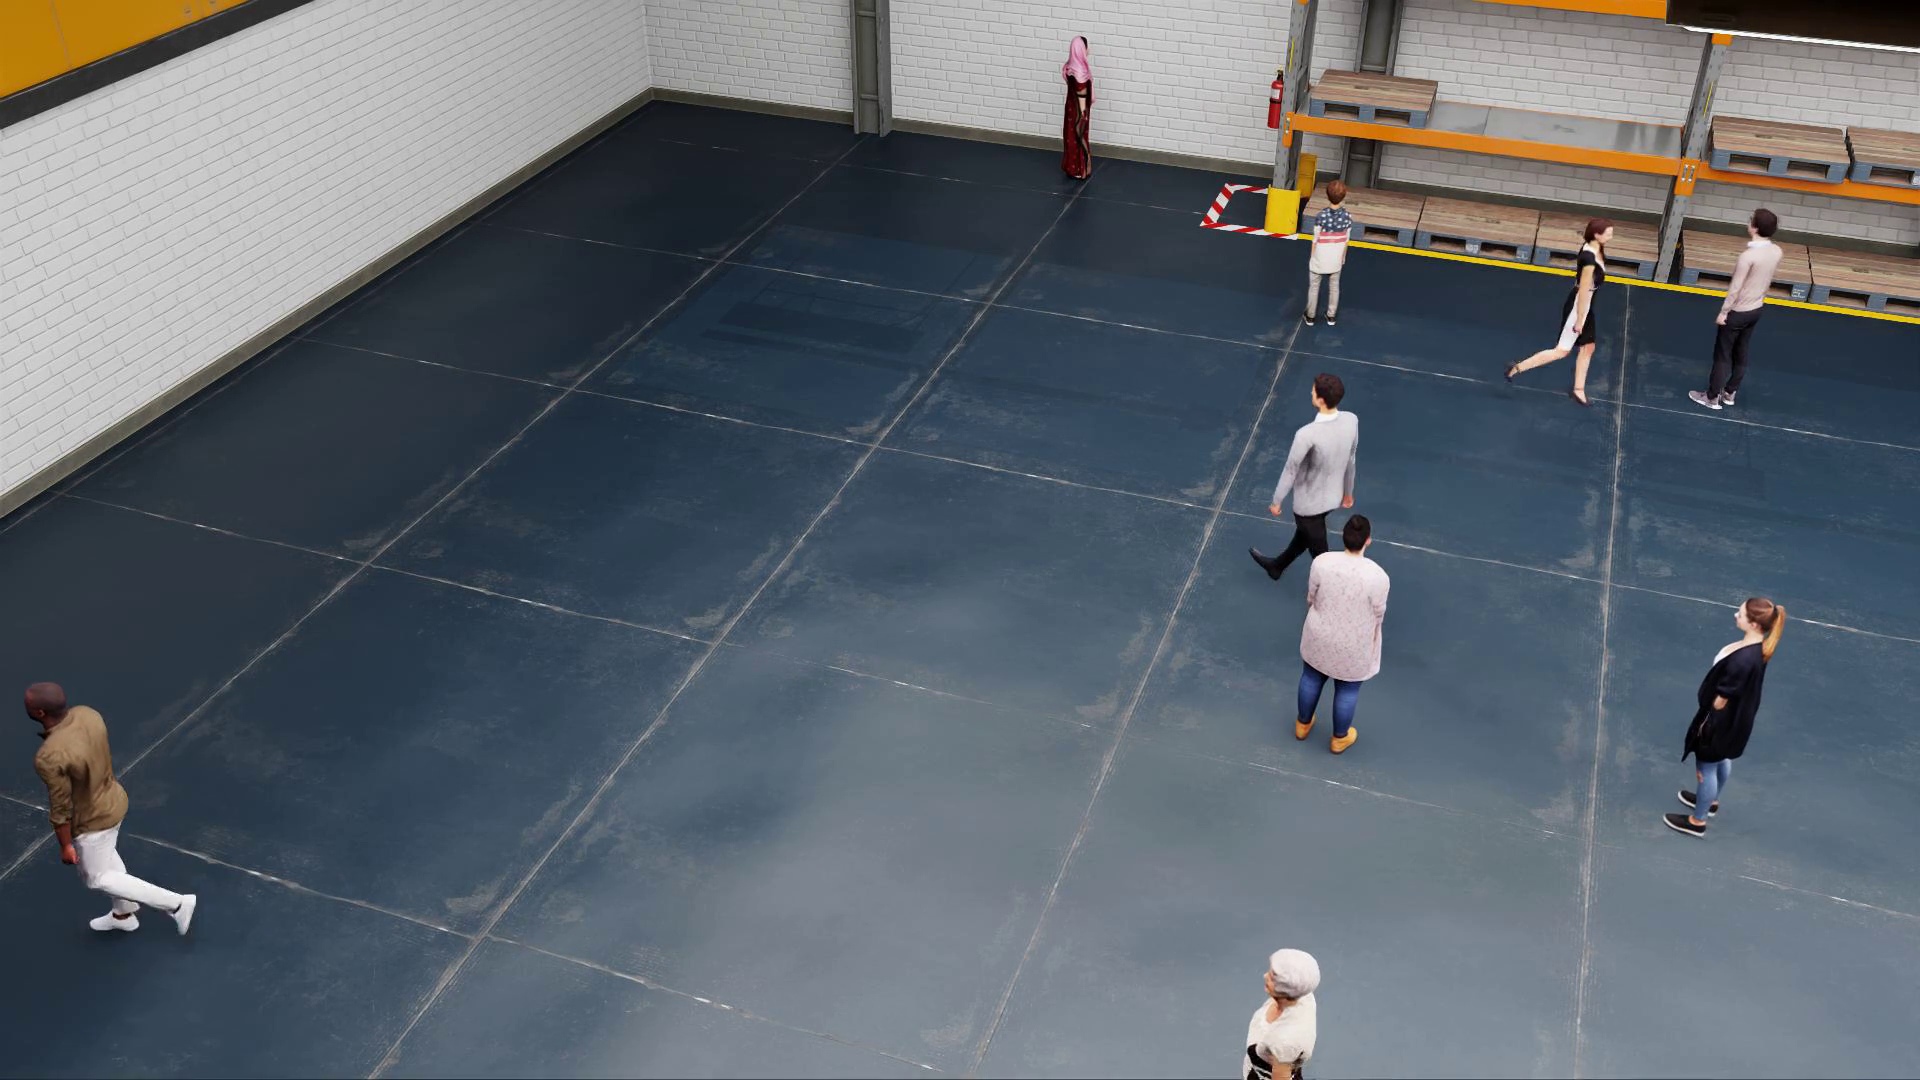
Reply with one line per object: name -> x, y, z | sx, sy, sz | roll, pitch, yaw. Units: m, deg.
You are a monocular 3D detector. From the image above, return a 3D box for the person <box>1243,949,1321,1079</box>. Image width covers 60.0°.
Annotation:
person -> 1.522, 2.576, 7.637 | 0.630, 1.741, 0.652 | 12, 36, 18

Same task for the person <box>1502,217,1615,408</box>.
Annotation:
person -> 5.266, -1.958, 14.431 | 1.048, 1.771, 0.596 | 10, 35, 15

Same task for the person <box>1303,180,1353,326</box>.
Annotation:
person -> 3.522, -2.749, 15.922 | 0.539, 1.438, 0.638 | -4, 34, -6

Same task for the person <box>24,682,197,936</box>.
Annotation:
person -> -4.694, 1.531, 9.152 | 1.067, 1.805, 0.930 | -1, 34, -1

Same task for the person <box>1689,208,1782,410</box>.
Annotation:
person -> 6.804, -2.004, 14.468 | 0.714, 1.807, 0.761 | -15, 36, -21

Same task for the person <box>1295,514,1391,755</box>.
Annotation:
person -> 2.425, 0.589, 10.628 | 0.637, 1.741, 0.801 | 20, 38, 27

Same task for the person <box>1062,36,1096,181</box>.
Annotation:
person -> 1.349, -4.962, 19.071 | 0.758, 1.637, 0.755 | -4, 34, -5

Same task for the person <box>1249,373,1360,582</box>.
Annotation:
person -> 2.593, -0.241, 11.762 | 1.203, 1.866, 1.401 | -24, 40, -31

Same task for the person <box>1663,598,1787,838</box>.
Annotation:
person -> 4.620, 1.057, 9.974 | 0.678, 1.683, 0.701 | 25, 41, 33
